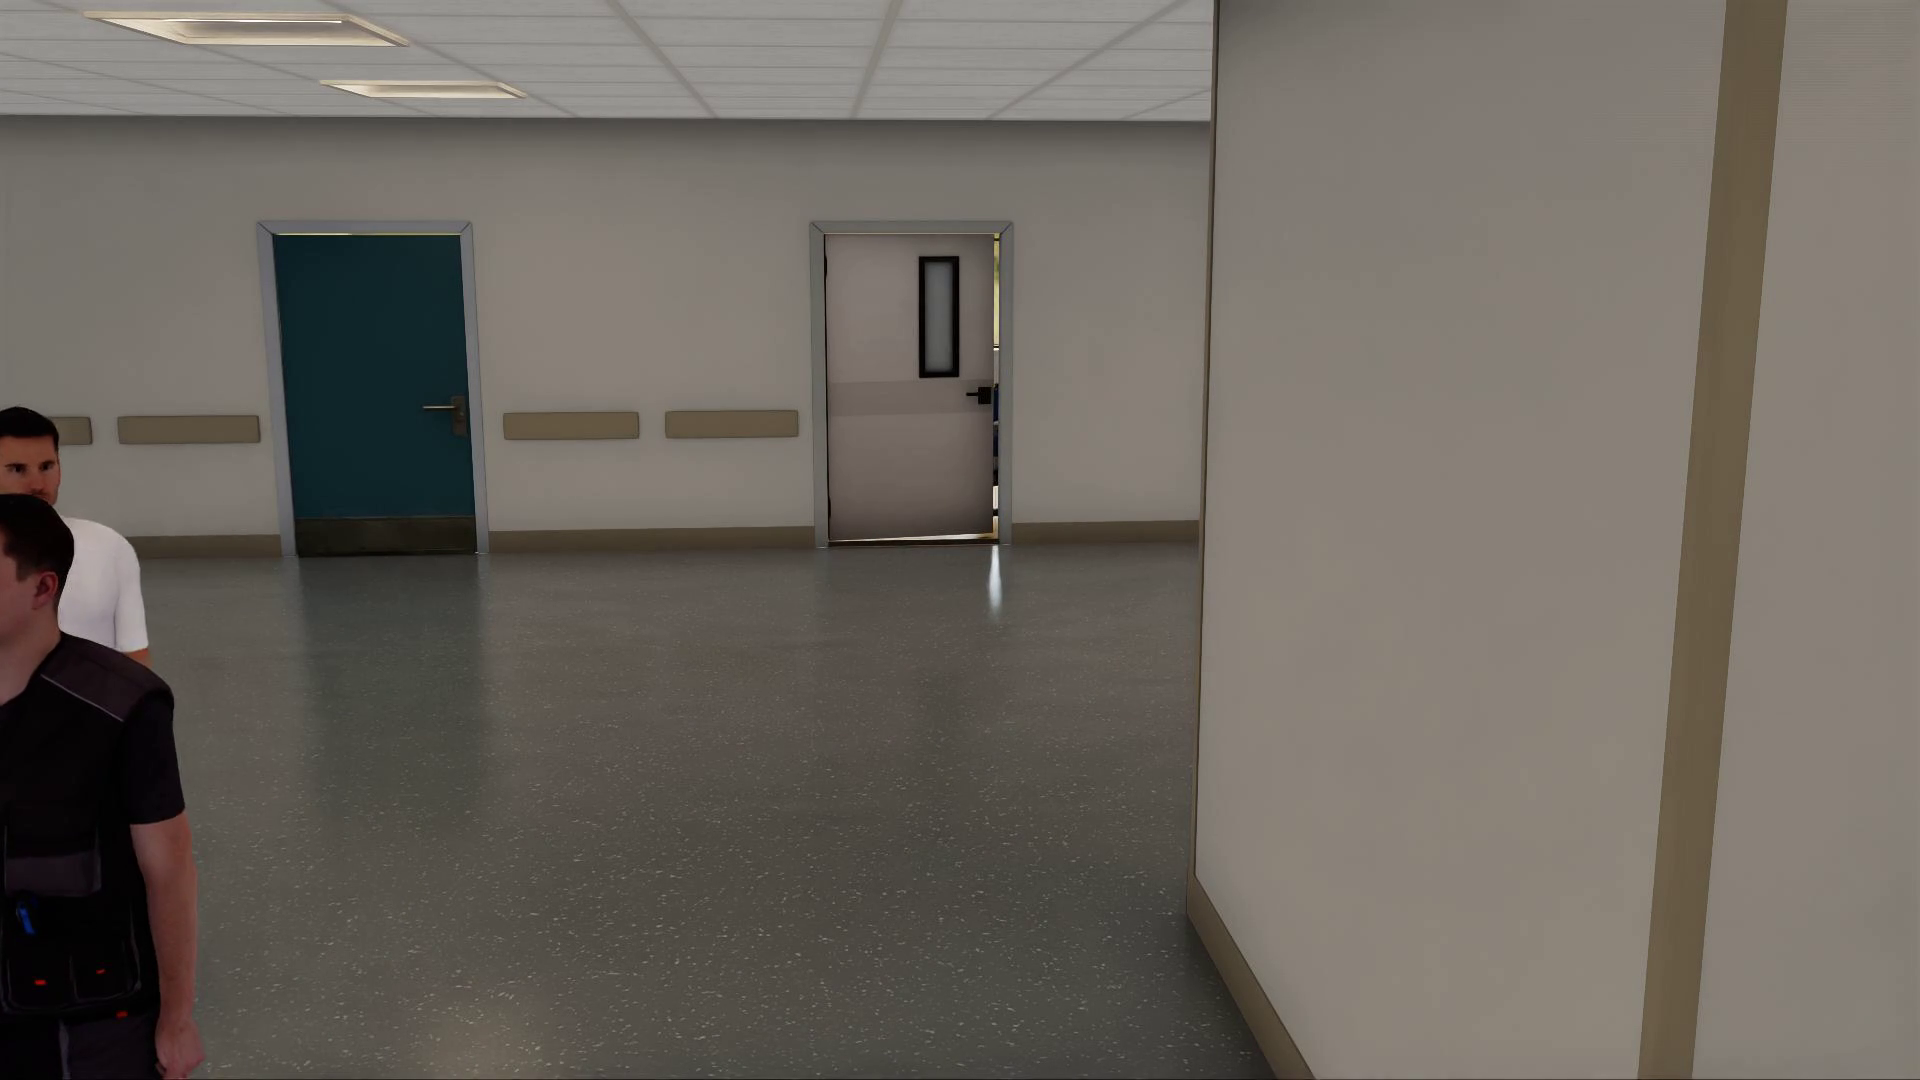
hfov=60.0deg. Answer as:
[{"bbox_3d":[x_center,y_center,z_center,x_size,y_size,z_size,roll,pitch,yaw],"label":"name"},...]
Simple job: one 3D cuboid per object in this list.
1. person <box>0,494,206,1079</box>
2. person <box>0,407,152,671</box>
[{"bbox_3d":[-1.589,0.825,2.931,0.628,1.845,0.844,2,11,10],"label":"person"},{"bbox_3d":[-2.380,0.572,4.324,1.100,1.824,1.130,-9,14,-40],"label":"person"}]
